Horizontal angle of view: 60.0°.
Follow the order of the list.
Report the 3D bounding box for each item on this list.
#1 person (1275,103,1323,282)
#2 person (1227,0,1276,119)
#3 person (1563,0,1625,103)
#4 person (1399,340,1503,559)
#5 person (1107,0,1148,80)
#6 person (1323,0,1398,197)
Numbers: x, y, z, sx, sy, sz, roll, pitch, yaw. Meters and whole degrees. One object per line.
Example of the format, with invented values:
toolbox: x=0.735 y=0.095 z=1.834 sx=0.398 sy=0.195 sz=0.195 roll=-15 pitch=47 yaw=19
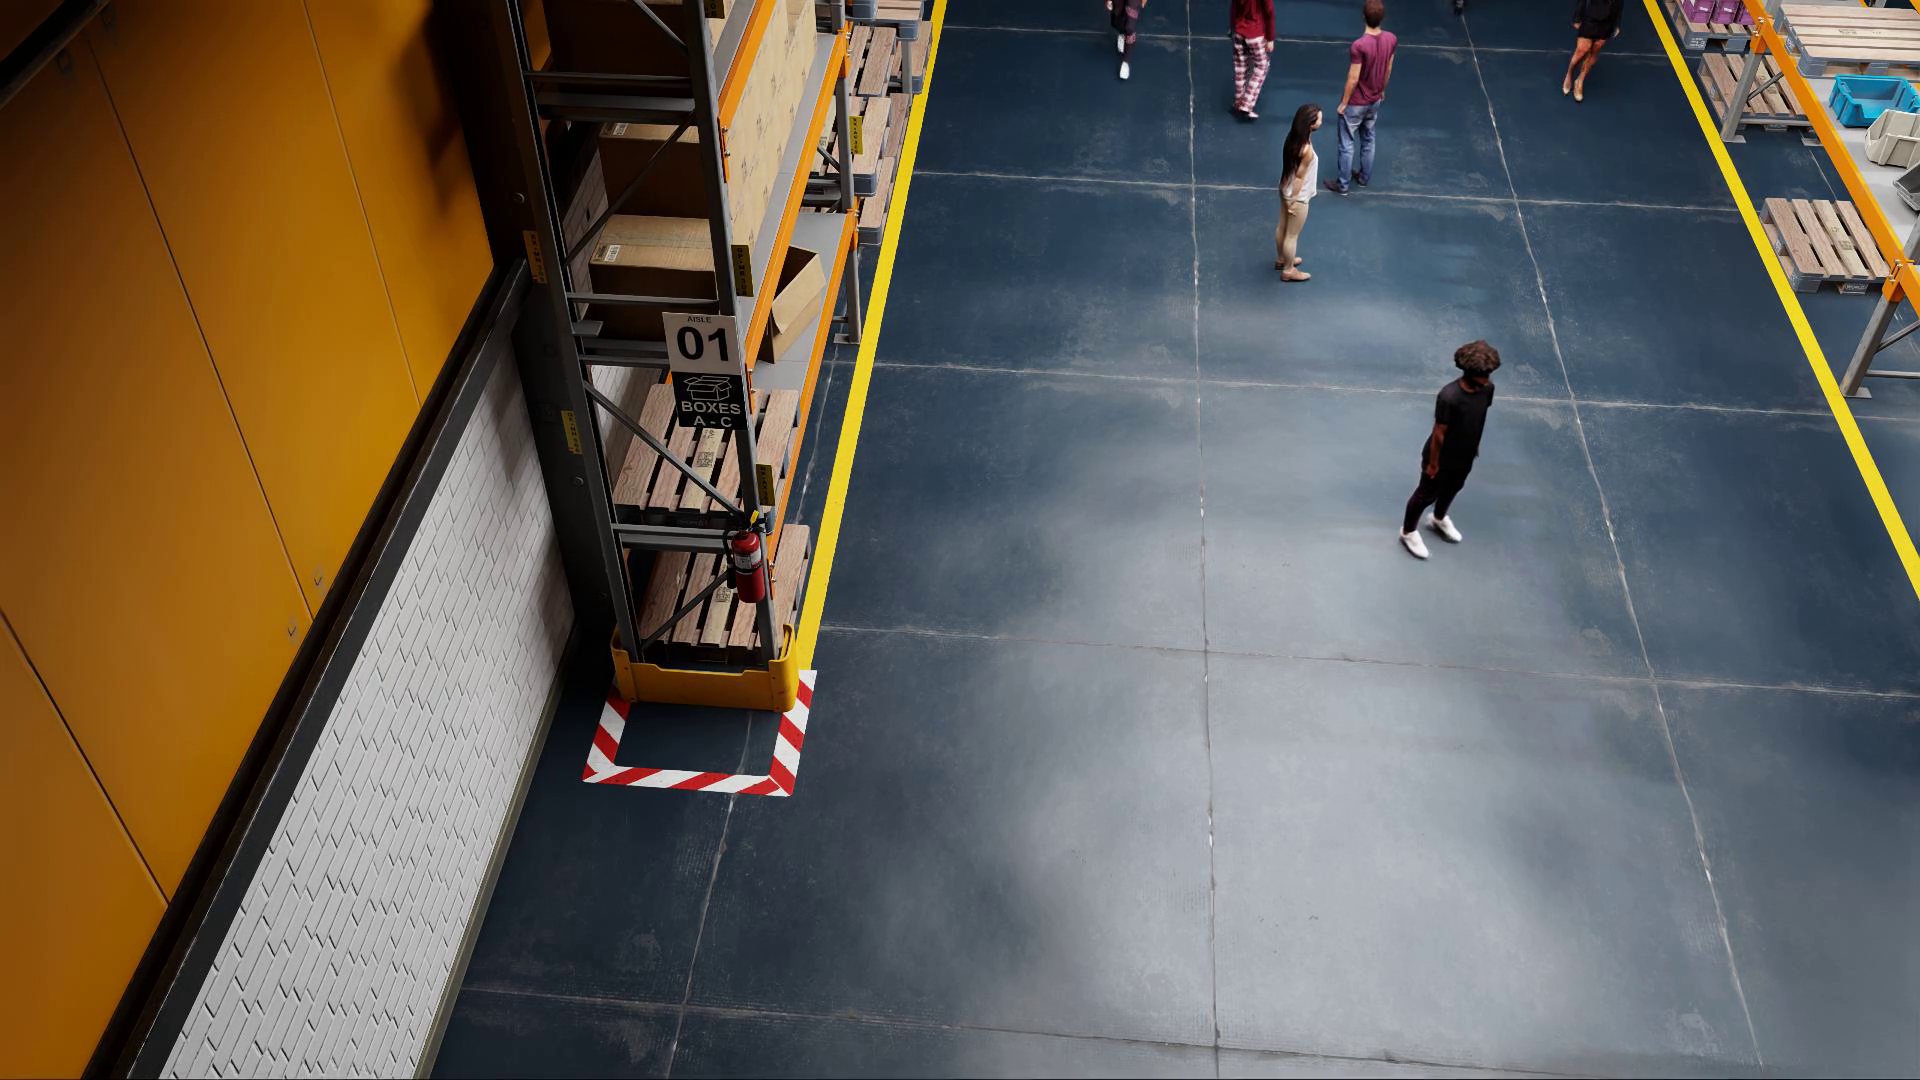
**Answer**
person: x=2.830 y=-2.947 z=14.100 sx=0.673 sy=1.652 sz=0.606 roll=-27 pitch=50 yaw=-25
person: x=2.815 y=-4.916 z=16.137 sx=0.808 sy=1.693 sz=0.789 roll=-34 pitch=53 yaw=-31
person: x=6.255 y=-5.115 z=16.394 sx=0.584 sy=1.627 sz=0.615 roll=0 pitch=44 yaw=0
person: x=3.436 y=-0.662 z=11.610 sx=0.707 sy=1.779 sz=0.742 roll=-22 pitch=48 yaw=-21
person: x=1.705 y=-5.593 z=16.903 sx=0.687 sy=1.617 sz=1.057 roll=11 pitch=45 yaw=11
person: x=3.648 y=-4.015 z=15.078 sx=0.732 sy=1.850 sz=0.738 roll=-21 pitch=48 yaw=-21
